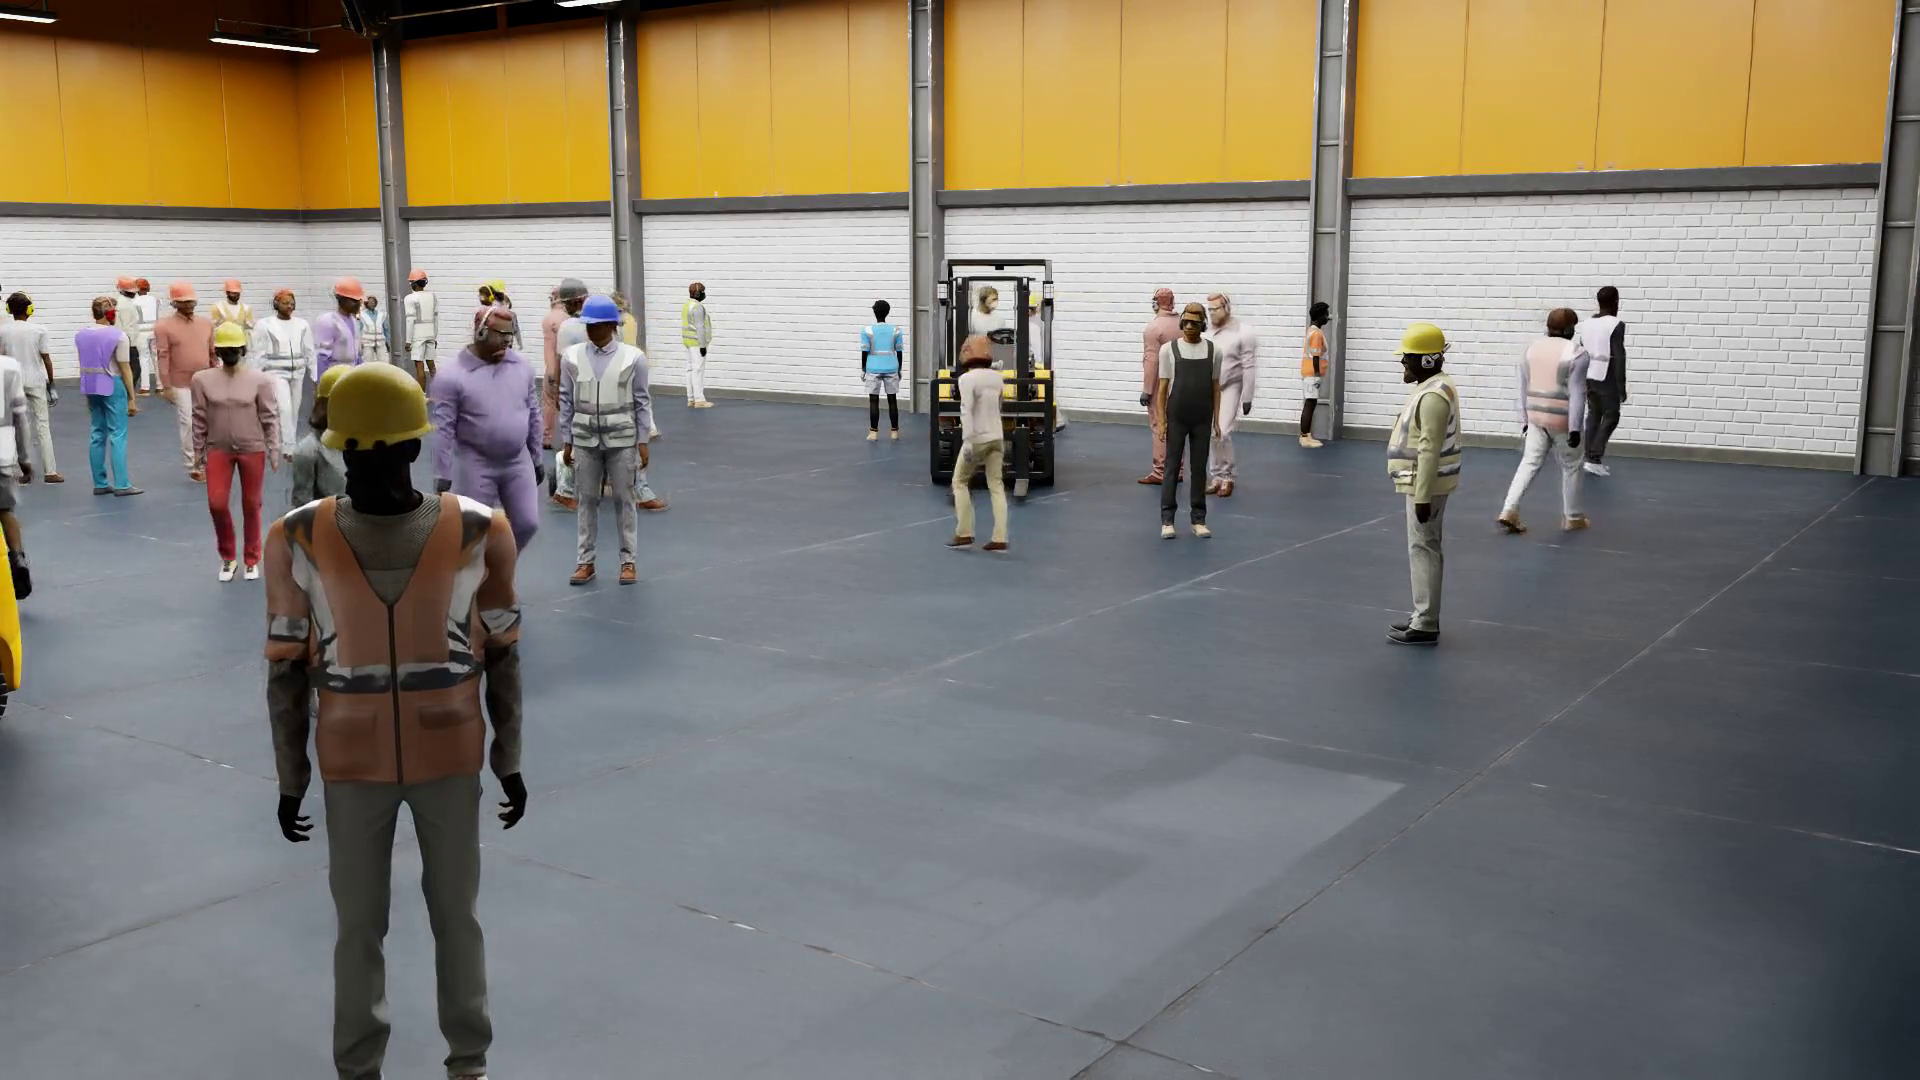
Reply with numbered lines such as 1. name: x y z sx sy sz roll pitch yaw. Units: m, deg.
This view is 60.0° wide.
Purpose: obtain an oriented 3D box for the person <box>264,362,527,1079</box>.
1. person: -1.362 0.529 4.056 0.594 1.923 0.371 -3 10 -16

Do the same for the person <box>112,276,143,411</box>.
1. person: -12.077 -2.839 24.099 0.364 1.946 0.832 -7 12 -36

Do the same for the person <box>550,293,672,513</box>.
1. person: -3.041 -1.155 14.226 1.032 1.898 0.646 2 10 9

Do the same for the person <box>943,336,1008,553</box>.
1. person: 0.138 -0.713 12.406 0.600 1.601 0.513 9 13 43

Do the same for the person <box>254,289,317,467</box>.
1. person: -7.055 -1.702 17.545 0.805 1.851 0.628 8 12 40

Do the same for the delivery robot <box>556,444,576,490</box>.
1. delivery robot: -3.456 -0.667 14.970 0.477 0.478 0.707 -3 10 -14

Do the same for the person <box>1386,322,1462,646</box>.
1. person: 2.611 -0.313 9.387 0.403 1.825 0.595 3 10 17

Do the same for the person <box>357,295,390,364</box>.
1. person: -9.304 -3.076 26.418 0.538 1.622 0.437 -7 12 -35

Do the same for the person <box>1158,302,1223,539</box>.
1. person: 1.795 -0.926 12.968 0.505 1.842 0.347 -1 10 -6

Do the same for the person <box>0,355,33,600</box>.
1. person: -6.043 -0.516 10.285 0.547 1.924 0.564 8 13 41

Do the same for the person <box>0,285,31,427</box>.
1. person: -12.399 -2.350 21.233 0.607 1.926 0.984 3 10 19

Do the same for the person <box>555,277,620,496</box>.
1. person: -3.465 -1.413 15.281 0.593 2.000 0.705 6 11 30

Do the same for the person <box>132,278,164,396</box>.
1. person: -13.095 -3.262 26.765 0.356 1.883 0.574 6 11 33

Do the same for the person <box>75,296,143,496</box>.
1. person: -7.836 -1.309 15.281 0.575 1.839 0.398 3 10 16

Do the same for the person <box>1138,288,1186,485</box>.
1. person: 1.964 -1.483 16.111 0.636 1.903 0.404 -9 13 -44

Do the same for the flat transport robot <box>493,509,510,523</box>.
1. flat transport robot: -4.074 -0.102 12.731 1.431 0.197 0.652 -1 10 -5

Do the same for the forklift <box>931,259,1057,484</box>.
1. forklift: 0.370 -1.738 16.759 1.214 2.155 2.313 1 10 3

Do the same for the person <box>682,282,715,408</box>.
1. person: -3.884 -2.881 24.612 0.430 1.845 0.623 -5 11 -26

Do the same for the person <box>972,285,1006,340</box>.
1. person: 0.340 -1.921 18.795 1.025 1.880 0.622 9 13 44

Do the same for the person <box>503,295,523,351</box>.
1. person: -7.466 -3.240 27.462 0.830 1.586 0.525 8 12 40

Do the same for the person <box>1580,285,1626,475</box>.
1. person: 6.530 -1.615 16.893 0.431 1.928 0.601 -3 10 -18

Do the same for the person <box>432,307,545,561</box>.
1. person: -2.831 -0.454 10.009 0.725 1.889 0.396 -7 12 -36

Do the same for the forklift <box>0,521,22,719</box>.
1. forklift: -5.296 -0.090 6.943 1.214 2.155 2.313 7 12 35

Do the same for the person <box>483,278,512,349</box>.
1. person: -7.233 -3.104 25.778 0.691 1.896 0.627 2 10 11

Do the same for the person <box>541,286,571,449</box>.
1. person: -4.596 -1.962 19.054 0.868 1.873 0.651 8 12 39

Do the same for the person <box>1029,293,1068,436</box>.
1. person: 0.890 -2.141 20.391 0.950 1.787 0.611 1 10 5

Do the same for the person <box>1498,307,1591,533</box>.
1. person: 4.676 -0.947 13.211 0.930 1.808 0.634 -6 11 -33

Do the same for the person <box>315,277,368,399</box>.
1. person: -5.824 -1.503 15.961 0.910 1.988 0.652 0 10 1

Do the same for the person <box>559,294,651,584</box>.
1. person: -2.370 -0.665 11.114 0.605 1.943 0.402 0 10 1

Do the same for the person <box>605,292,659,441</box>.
1. person: -4.030 -2.053 19.831 0.959 1.800 0.645 4 10 24

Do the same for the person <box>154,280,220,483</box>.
1. person: -7.445 -1.521 16.124 0.437 1.972 0.626 8 12 40

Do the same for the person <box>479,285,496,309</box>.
1. person: -6.571 -2.710 23.643 0.874 1.829 0.547 -2 10 -10

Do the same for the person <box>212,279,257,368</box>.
1. person: -10.261 -2.742 23.622 0.568 1.889 0.955 -9 13 -43

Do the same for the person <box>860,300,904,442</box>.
1. person: -0.938 -2.023 19.931 0.541 1.695 0.316 -3 10 -16

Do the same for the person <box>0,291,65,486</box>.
1. person: -8.992 -1.456 16.038 0.518 1.874 0.330 -2 10 -14

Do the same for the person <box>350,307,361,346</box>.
1. person: -8.021 -2.328 21.942 0.267 1.631 0.507 -1 10 -6

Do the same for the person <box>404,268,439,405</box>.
1. person: -8.102 -3.046 24.999 0.371 2.044 0.608 5 11 28

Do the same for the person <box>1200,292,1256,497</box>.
1. person: 2.350 -1.333 15.287 0.644 1.878 0.551 8 13 40

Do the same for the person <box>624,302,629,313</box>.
1. person: -4.783 -2.521 23.179 0.650 1.595 0.518 -3 10 -17

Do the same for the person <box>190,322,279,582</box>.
1. person: -4.856 -0.579 11.150 0.553 1.747 0.481 -3 10 -18

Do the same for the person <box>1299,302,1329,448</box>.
1. person: 4.115 -1.912 19.303 0.321 1.690 0.527 1 10 8

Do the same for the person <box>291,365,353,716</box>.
1. person: -2.857 0.039 7.659 0.903 1.701 0.501 4 11 25
